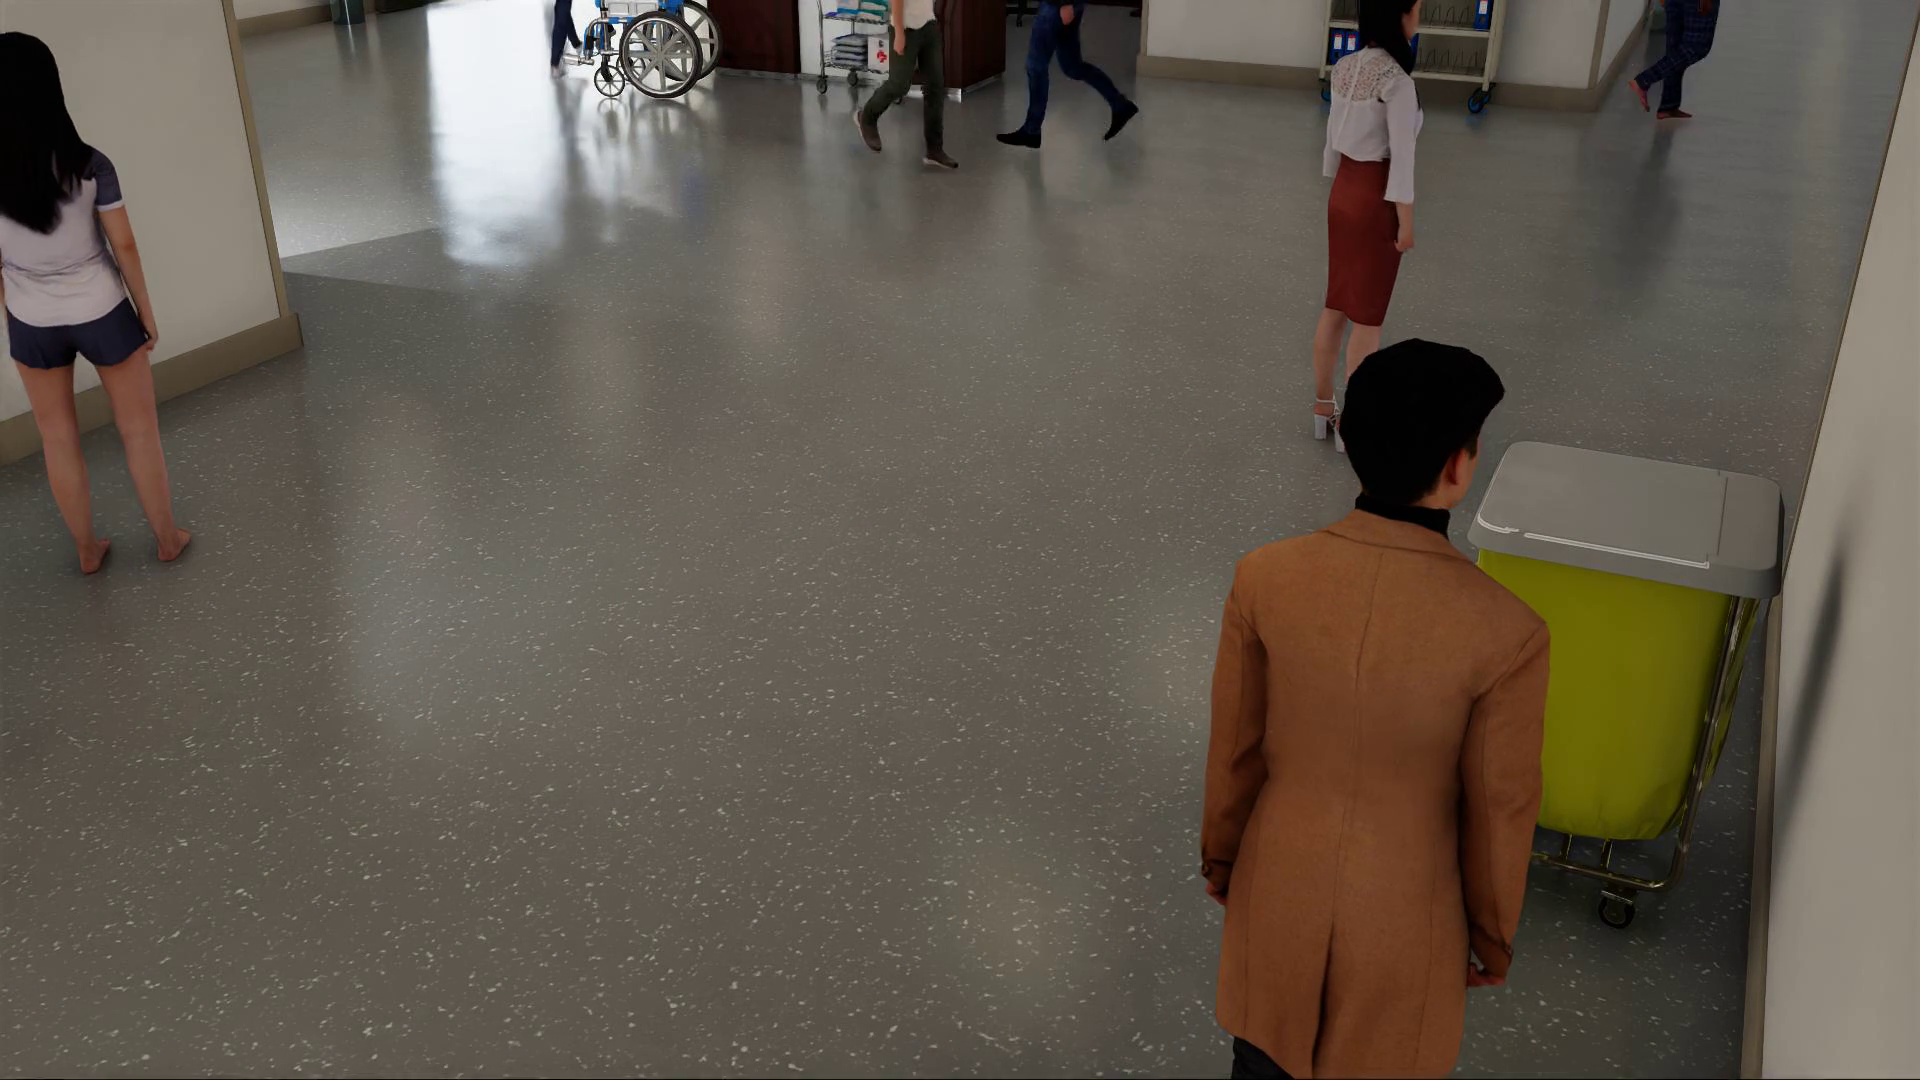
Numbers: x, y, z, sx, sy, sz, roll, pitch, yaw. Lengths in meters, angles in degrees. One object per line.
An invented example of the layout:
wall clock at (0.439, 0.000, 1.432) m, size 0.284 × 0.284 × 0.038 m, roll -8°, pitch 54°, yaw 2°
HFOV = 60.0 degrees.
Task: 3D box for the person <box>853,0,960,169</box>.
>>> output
person at (-0.354, -3.155, 10.356) m, size 1.135 × 1.631 × 0.798 m, roll 22°, pitch 33°, yaw 37°

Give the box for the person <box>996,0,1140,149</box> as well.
person at (0.742, -3.453, 10.703) m, size 1.257 × 1.867 × 0.941 m, roll 3°, pitch 26°, yaw 6°

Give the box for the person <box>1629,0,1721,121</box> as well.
person at (4.985, -3.810, 11.511) m, size 0.966 × 1.807 × 0.894 m, roll -5°, pitch 26°, yaw -11°

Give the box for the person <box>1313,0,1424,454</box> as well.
person at (1.491, -1.171, 6.103) m, size 0.729 × 1.751 × 0.663 m, roll -10°, pitch 28°, yaw -20°

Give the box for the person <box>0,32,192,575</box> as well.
person at (-2.788, -0.698, 5.173) m, size 0.681 × 1.707 × 0.752 m, roll -7°, pitch 27°, yaw -14°

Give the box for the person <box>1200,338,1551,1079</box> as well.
person at (0.600, 0.522, 2.571) m, size 0.550 × 1.726 × 0.706 m, roll 12°, pitch 28°, yaw 24°
